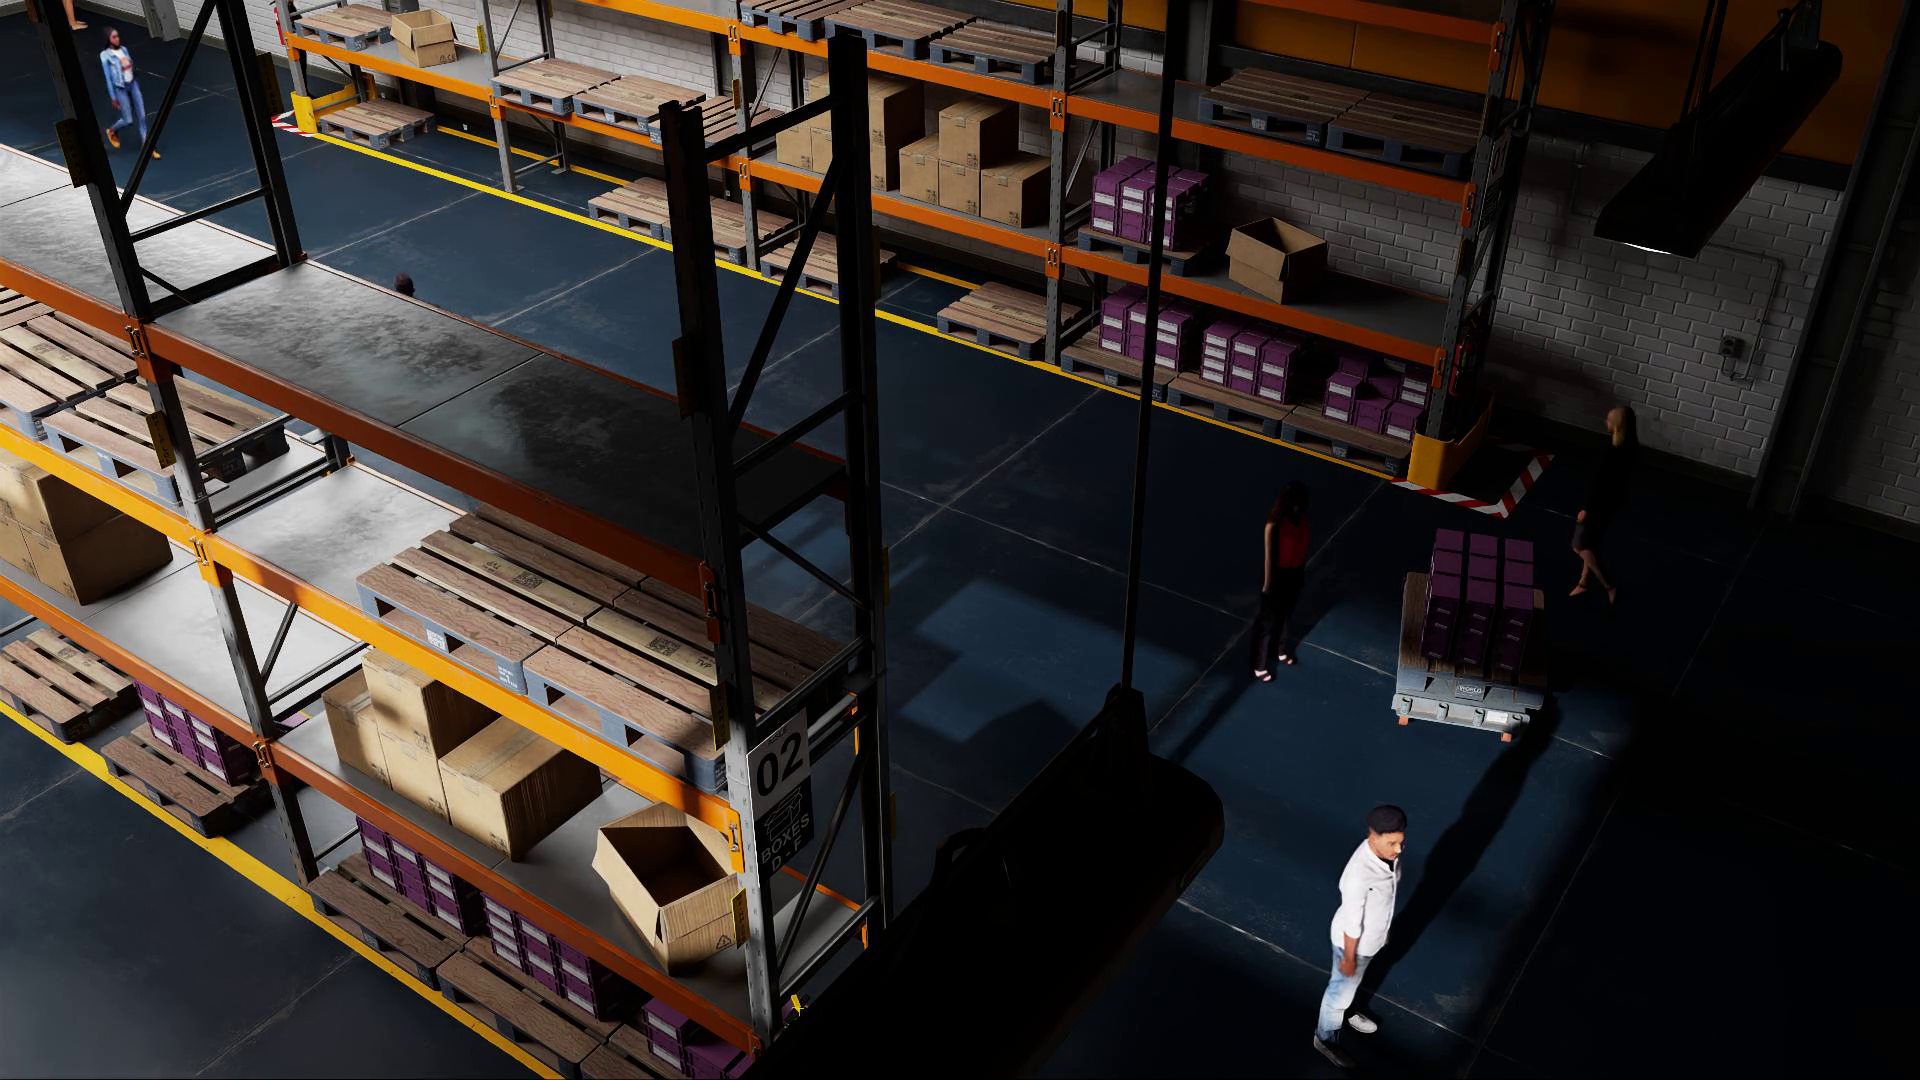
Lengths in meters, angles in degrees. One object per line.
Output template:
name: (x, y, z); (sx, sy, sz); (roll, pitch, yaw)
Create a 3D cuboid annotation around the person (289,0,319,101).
person: (-9.237, -6.879, 23.097); (0.673, 1.641, 0.658); (1, 34, 1)

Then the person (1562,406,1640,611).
person: (5.050, -0.179, 12.850); (0.846, 1.826, 0.708); (29, 43, 36)

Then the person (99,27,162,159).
person: (-10.755, -5.719, 21.305); (1.012, 1.692, 0.770); (11, 35, 16)

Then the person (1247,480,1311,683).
person: (2.391, 0.281, 12.306); (0.627, 1.661, 0.582); (-27, 42, -34)

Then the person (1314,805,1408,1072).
person: (2.253, 2.175, 9.324); (0.547, 1.809, 0.635); (20, 39, 28)
